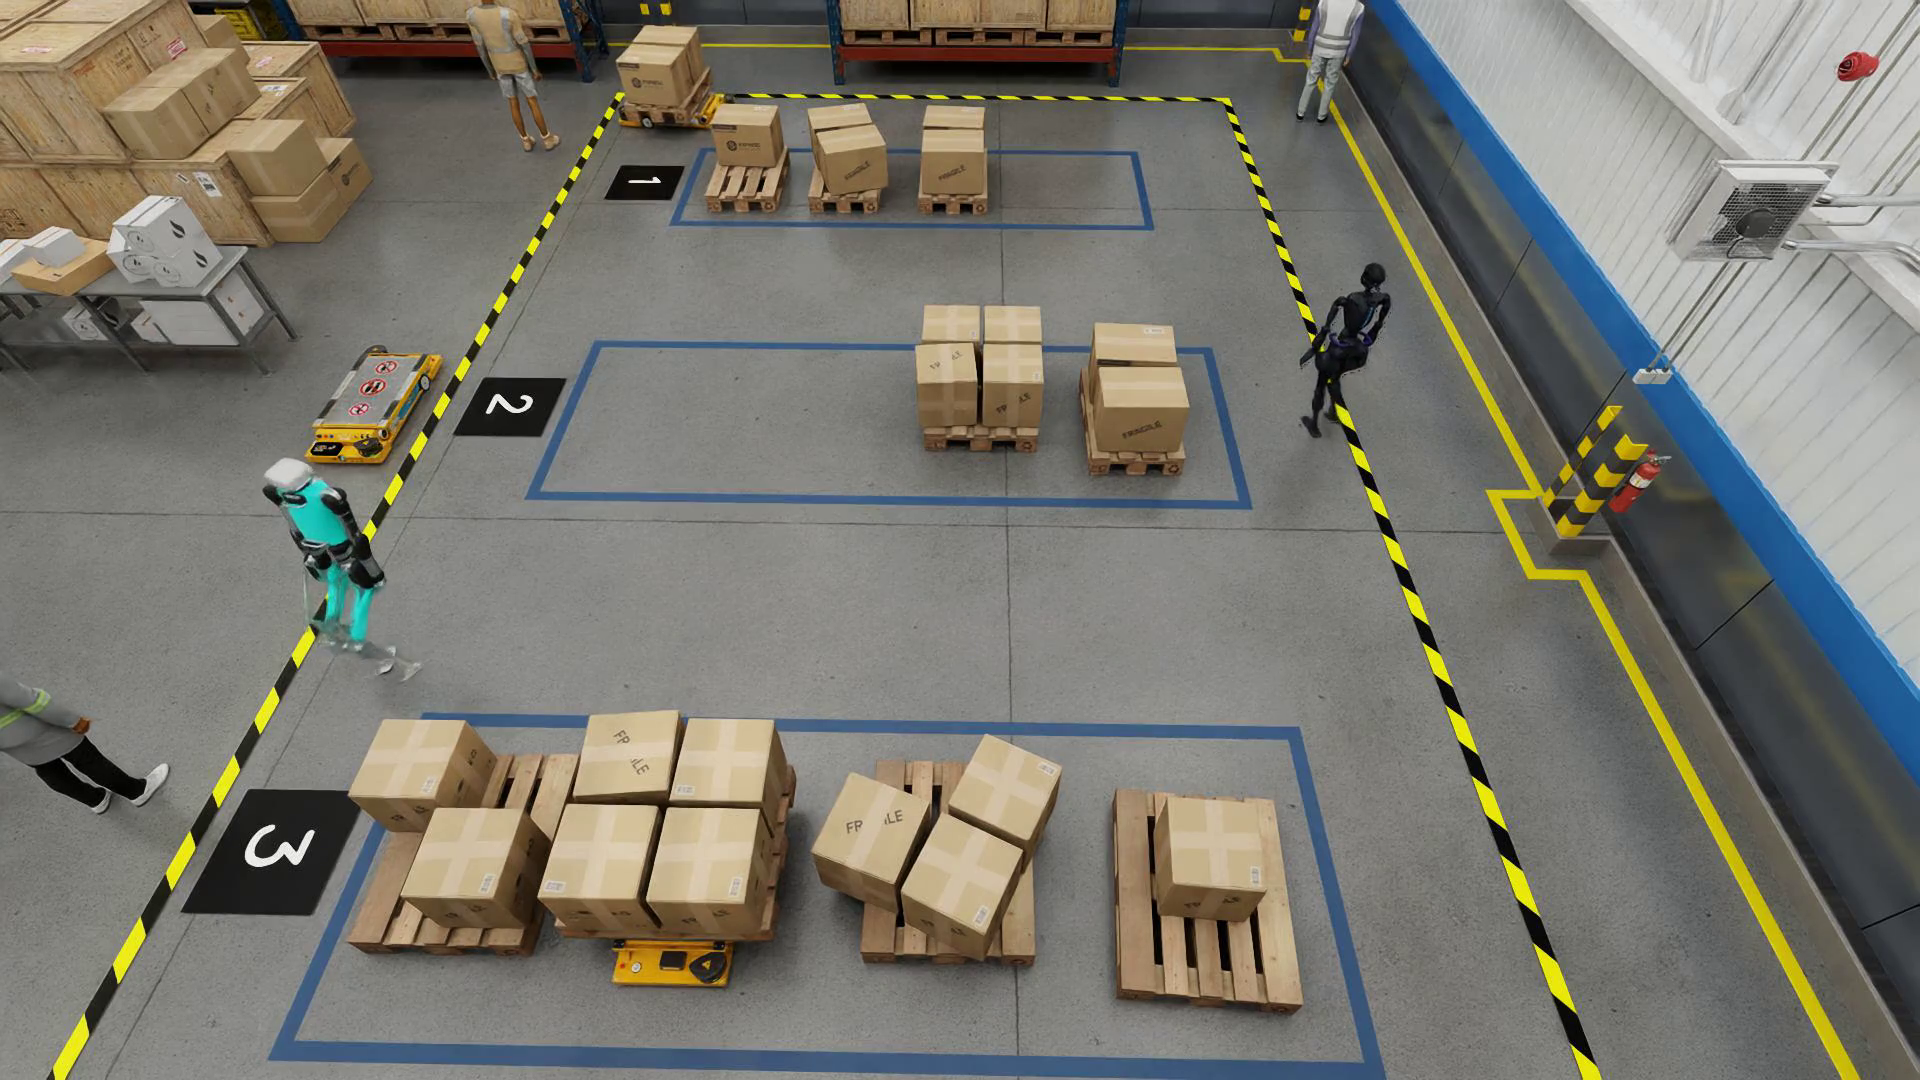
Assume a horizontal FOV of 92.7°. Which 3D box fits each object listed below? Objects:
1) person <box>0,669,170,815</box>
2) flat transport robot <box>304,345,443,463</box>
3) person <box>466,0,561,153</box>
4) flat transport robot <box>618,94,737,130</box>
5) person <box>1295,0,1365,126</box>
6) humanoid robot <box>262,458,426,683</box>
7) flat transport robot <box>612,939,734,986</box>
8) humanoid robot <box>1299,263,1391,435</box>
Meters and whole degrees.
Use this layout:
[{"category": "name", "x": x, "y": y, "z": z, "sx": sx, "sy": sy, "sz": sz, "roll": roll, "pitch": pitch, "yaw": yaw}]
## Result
[{"category": "person", "x": -5.540, "y": 1.075, "z": 5.419, "sx": 0.597, "sy": 1.850, "sz": 0.386, "roll": -8, "pitch": 50, "yaw": -6}, {"category": "flat transport robot", "x": -5.383, "y": -1.269, "z": 8.441, "sx": 0.659, "sy": 0.231, "sz": 1.431, "roll": 1, "pitch": 50, "yaw": 1}, {"category": "person", "x": -5.411, "y": -5.732, "z": 11.057, "sx": 0.614, "sy": 2.039, "sz": 0.379, "roll": -2, "pitch": 50, "yaw": -1}, {"category": "flat transport robot", "x": -3.759, "y": -5.735, "z": 12.201, "sx": 1.431, "sy": 0.197, "sz": 0.652, "roll": 5, "pitch": 50, "yaw": 4}, {"category": "person", "x": 4.683, "y": -6.207, "z": 11.592, "sx": 0.589, "sy": 1.837, "sz": 0.404, "roll": 18, "pitch": 52, "yaw": 15}, {"category": "humanoid robot", "x": -4.194, "y": 0.334, "z": 6.129, "sx": 0.551, "sy": 1.768, "sz": 0.802, "roll": 8, "pitch": 50, "yaw": 7}, {"category": "flat transport robot", "x": -1.659, "y": 1.971, "z": 5.681, "sx": 0.652, "sy": 0.197, "sz": 1.431, "roll": 1, "pitch": 50, "yaw": 1}, {"category": "humanoid robot", "x": 3.247, "y": -1.606, "z": 7.806, "sx": 0.587, "sy": 1.648, "sz": 0.375, "roll": -8, "pitch": 50, "yaw": -6}]
